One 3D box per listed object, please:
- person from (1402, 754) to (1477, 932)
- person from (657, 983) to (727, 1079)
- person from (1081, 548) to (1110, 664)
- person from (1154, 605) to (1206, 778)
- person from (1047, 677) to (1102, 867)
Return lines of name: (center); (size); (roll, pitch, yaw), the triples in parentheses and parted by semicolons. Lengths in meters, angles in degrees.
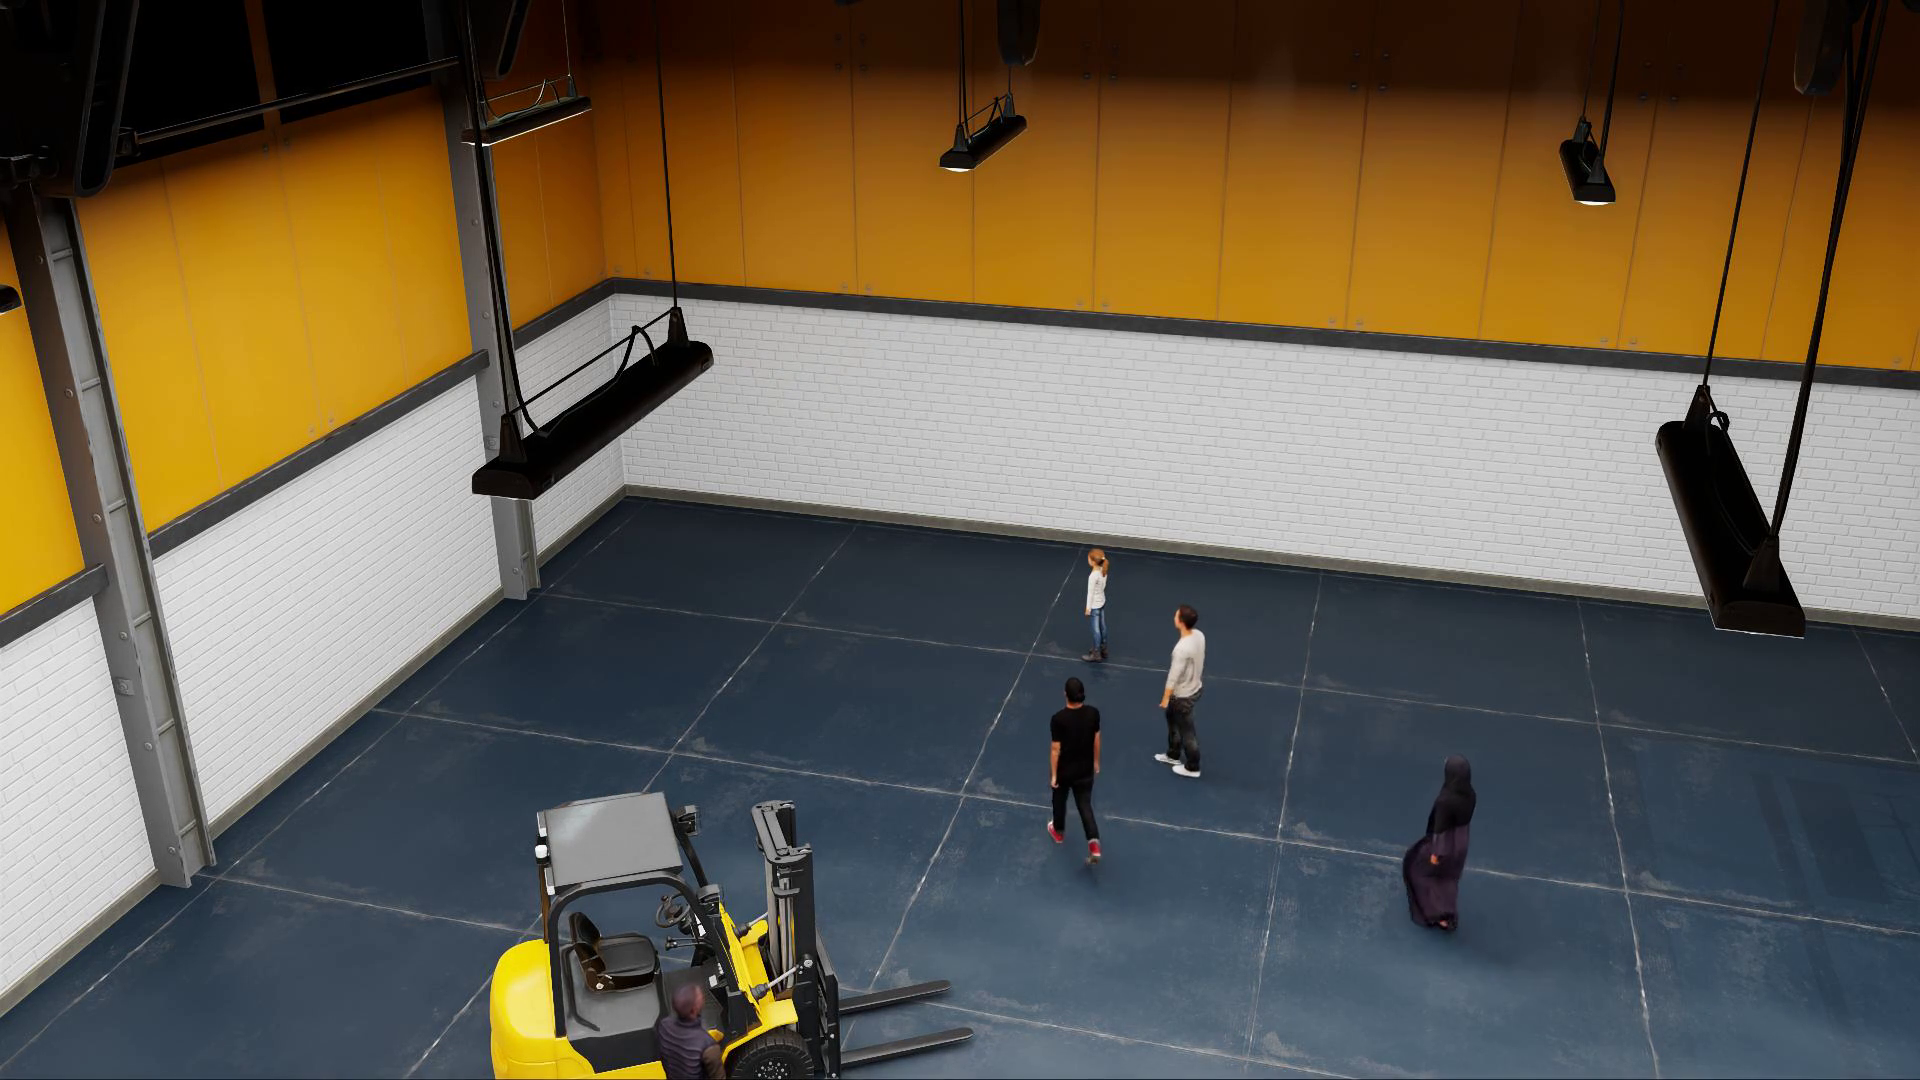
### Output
person: (4.059, 2.520, 13.663); (0.831, 1.609, 0.880); (-18, 30, -36)
person: (-1.714, 3.649, 10.797); (0.770, 1.837, 0.718); (17, 29, 33)
person: (1.503, 0.709, 18.178); (0.566, 1.312, 0.461); (13, 27, 27)
person: (2.235, 1.463, 15.842); (0.826, 1.801, 0.747); (12, 26, 25)
person: (1.029, 2.047, 14.593); (1.038, 1.731, 1.205); (-8, 25, -17)
